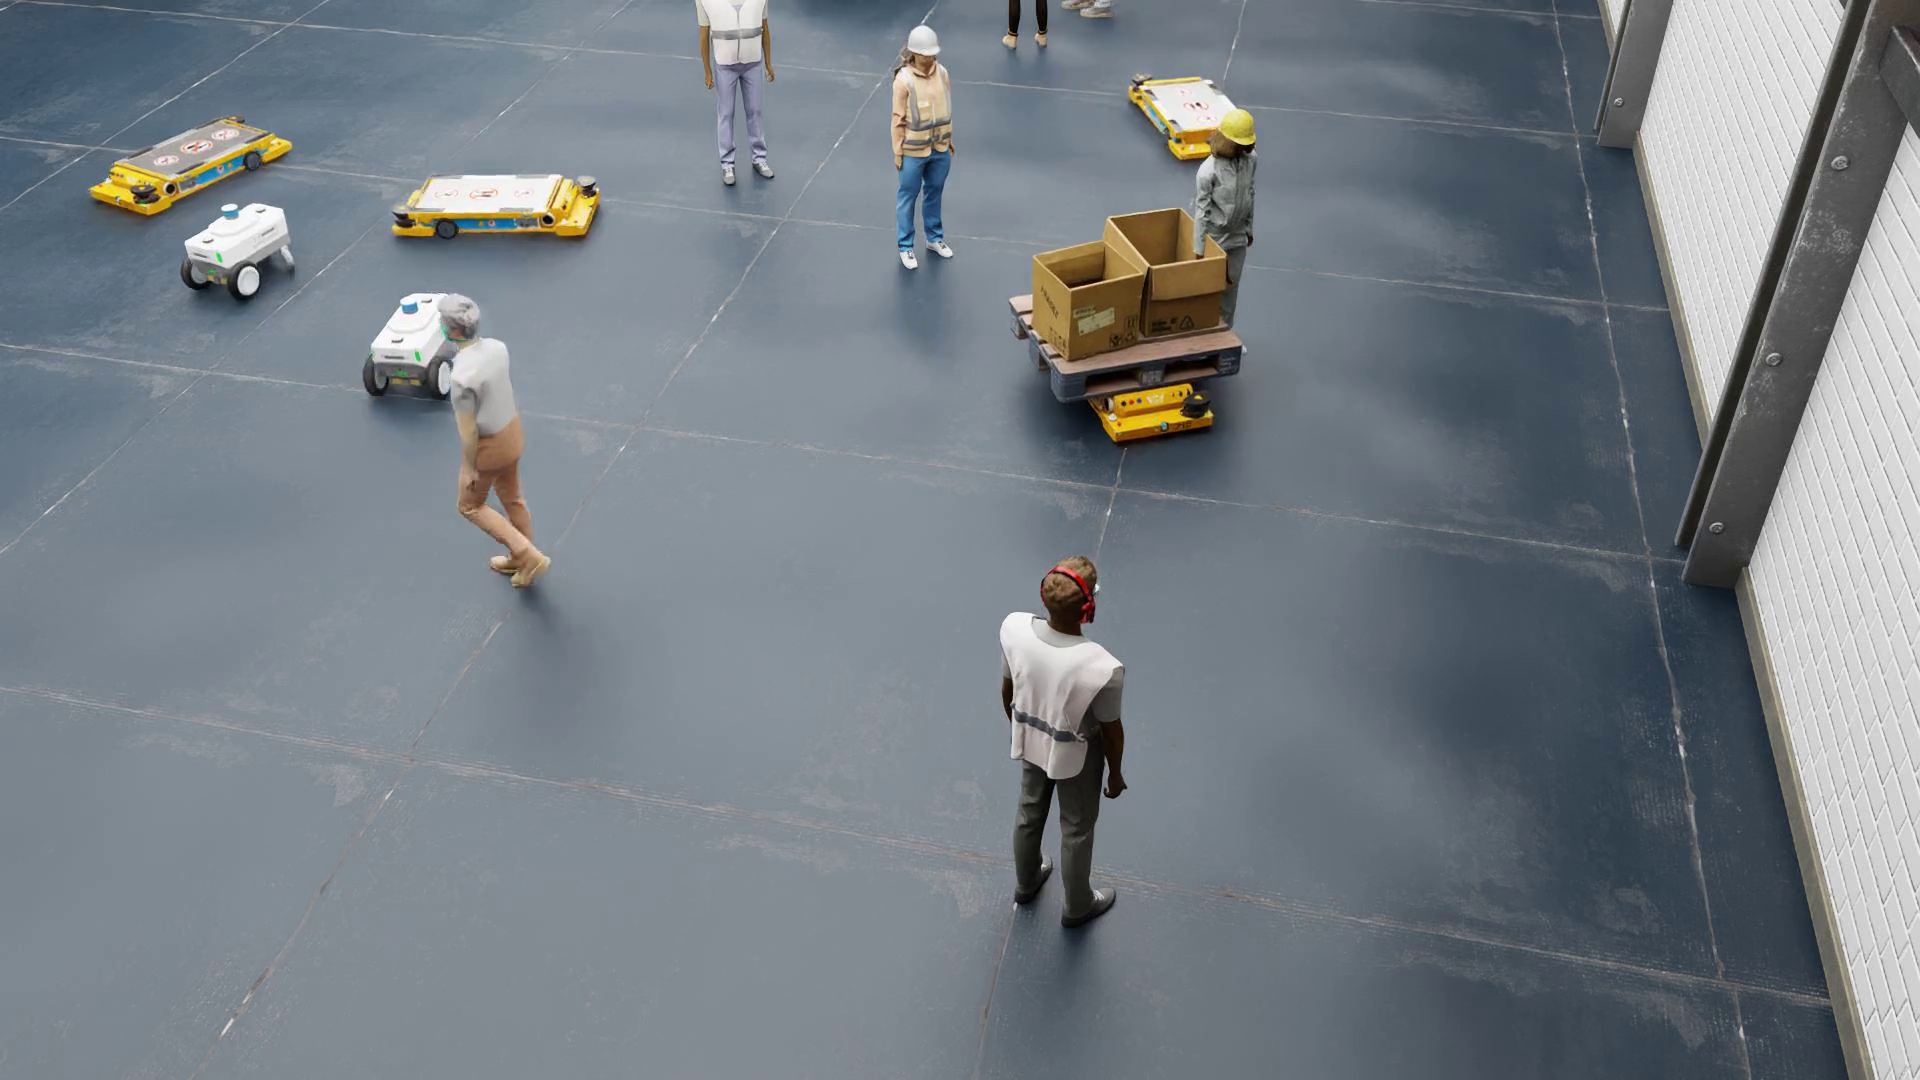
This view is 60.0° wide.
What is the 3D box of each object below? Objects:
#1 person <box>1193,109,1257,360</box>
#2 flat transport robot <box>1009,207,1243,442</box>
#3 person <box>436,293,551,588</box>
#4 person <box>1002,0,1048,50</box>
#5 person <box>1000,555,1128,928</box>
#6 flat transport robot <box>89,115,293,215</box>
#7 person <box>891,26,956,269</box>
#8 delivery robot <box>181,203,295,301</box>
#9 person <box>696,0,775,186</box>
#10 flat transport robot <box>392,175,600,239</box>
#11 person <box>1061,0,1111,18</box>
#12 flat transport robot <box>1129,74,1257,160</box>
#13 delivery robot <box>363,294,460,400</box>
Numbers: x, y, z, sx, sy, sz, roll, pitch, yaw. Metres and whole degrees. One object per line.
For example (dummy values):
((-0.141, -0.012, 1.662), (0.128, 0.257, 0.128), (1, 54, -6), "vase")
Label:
((1.684, -1.918, 10.565), (0.486, 1.728, 0.319), (-26, 44, -30), "person")
((1.050, -1.121, 10.719), (0.659, 0.231, 1.431), (-10, 38, -14), "flat transport robot")
((-2.441, -0.494, 8.656), (0.403, 1.733, 0.496), (11, 38, 14), "person")
((0.613, -5.341, 15.180), (0.532, 1.691, 0.322), (-7, 37, -9), "person")
((0.407, 0.852, 6.758), (0.565, 1.849, 0.390), (24, 43, 28), "person")
((-6.103, -2.994, 13.225), (0.659, 0.231, 1.431), (19, 41, 23), "flat transport robot")
((-0.268, -2.778, 11.716), (0.499, 1.728, 0.368), (-22, 42, -27), "person")
((-5.088, -2.070, 11.744), (0.525, 0.587, 0.750), (14, 39, 18), "delivery robot")
((-1.715, -3.673, 12.813), (0.566, 1.849, 0.387), (-15, 39, -19), "person")
((-3.506, -2.527, 12.600), (1.431, 0.231, 0.659), (0, 37, 0), "flat transport robot")
((1.202, -5.882, 15.754), (0.628, 1.864, 0.587), (-2, 37, -3), "person")
((1.945, -3.587, 14.018), (0.659, 0.231, 1.431), (-7, 37, -10), "flat transport robot")
((-3.487, -1.280, 10.686), (0.499, 0.587, 0.769), (4, 37, 5), "delivery robot")
